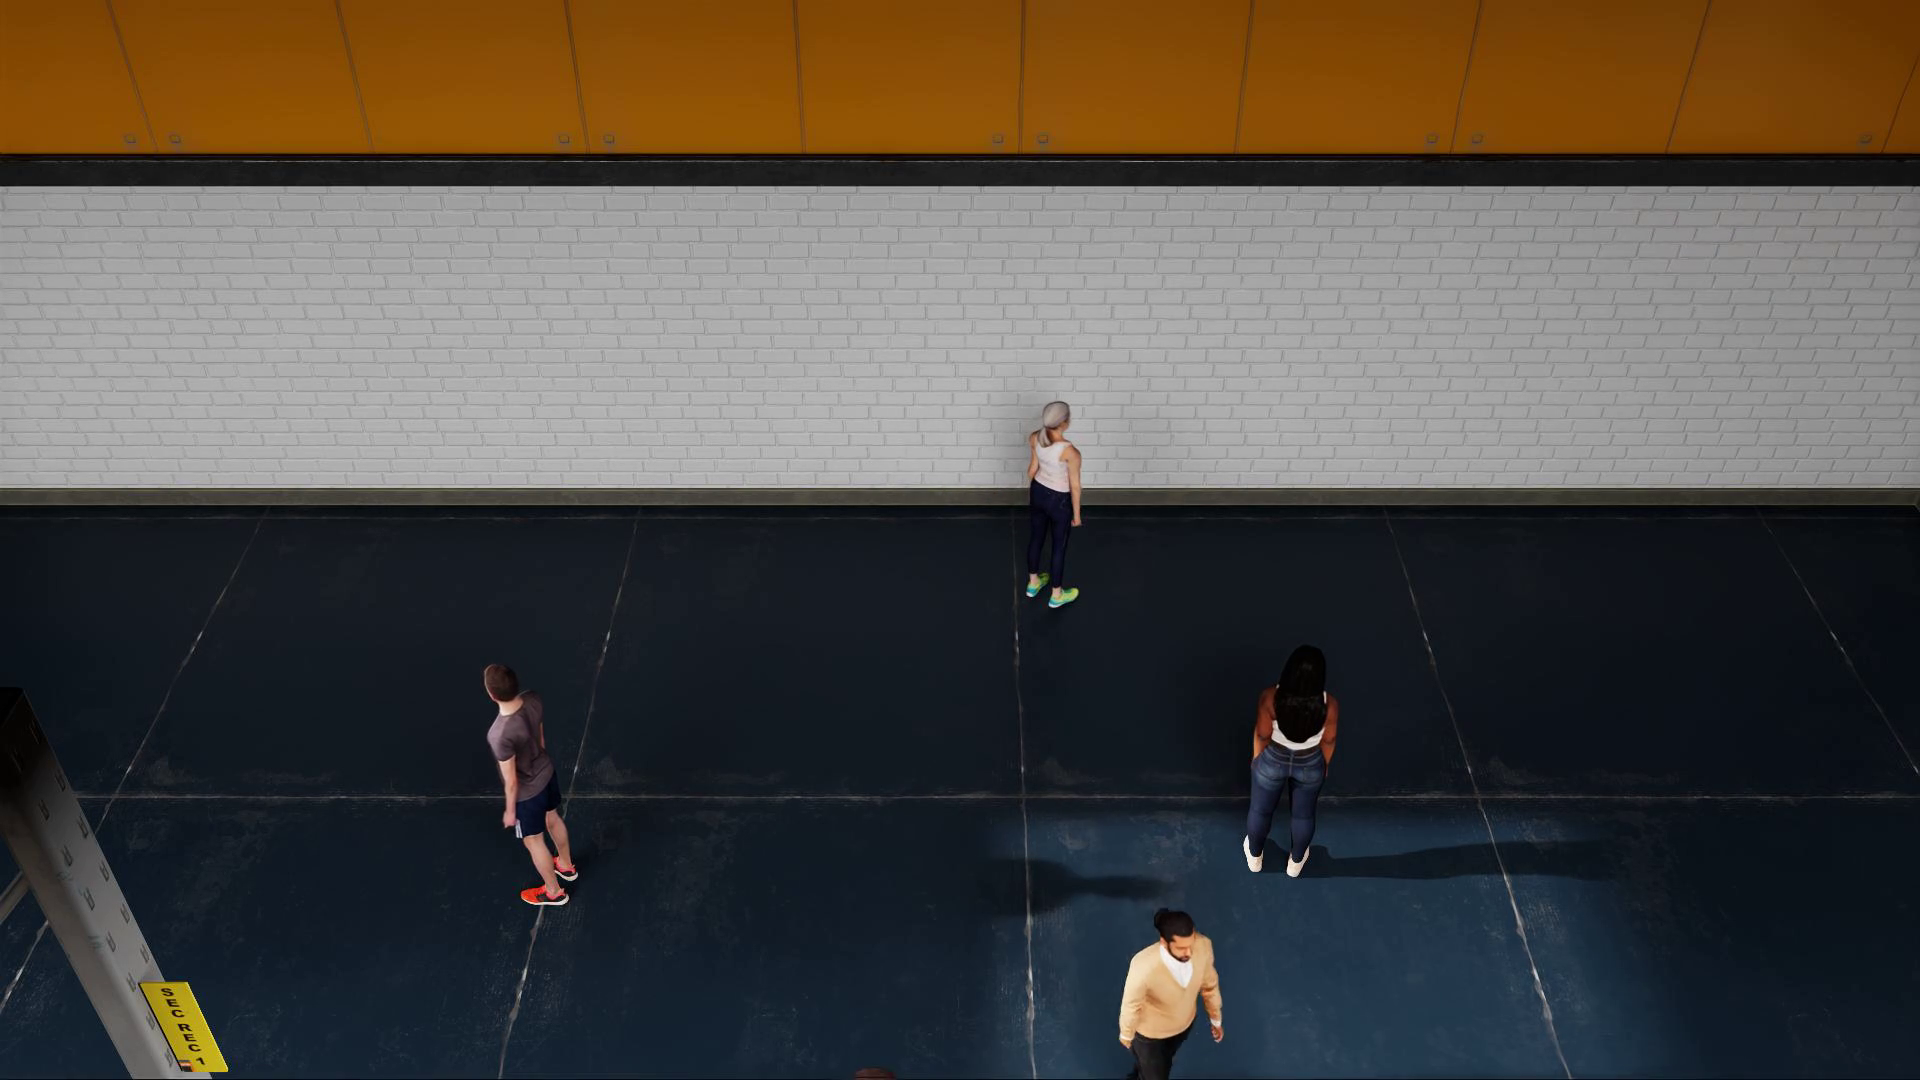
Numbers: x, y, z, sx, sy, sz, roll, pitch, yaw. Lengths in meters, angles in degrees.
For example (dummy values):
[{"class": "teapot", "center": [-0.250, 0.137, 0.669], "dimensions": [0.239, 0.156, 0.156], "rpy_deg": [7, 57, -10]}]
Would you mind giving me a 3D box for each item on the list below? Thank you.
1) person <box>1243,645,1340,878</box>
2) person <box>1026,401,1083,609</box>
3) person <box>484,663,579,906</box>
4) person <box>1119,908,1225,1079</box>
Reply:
[{"class": "person", "center": [1.983, 1.334, 9.964], "dimensions": [0.686, 1.810, 0.664], "rpy_deg": [7, 39, 9]}, {"class": "person", "center": [0.659, -0.269, 12.057], "dimensions": [0.689, 1.702, 0.734], "rpy_deg": [28, 46, 31]}, {"class": "person", "center": [-2.537, 1.439, 9.798], "dimensions": [0.768, 1.851, 0.563], "rpy_deg": [8, 39, 10]}, {"class": "person", "center": [1.009, 2.445, 8.636], "dimensions": [0.899, 1.730, 0.991], "rpy_deg": [-23, 44, -26]}]
